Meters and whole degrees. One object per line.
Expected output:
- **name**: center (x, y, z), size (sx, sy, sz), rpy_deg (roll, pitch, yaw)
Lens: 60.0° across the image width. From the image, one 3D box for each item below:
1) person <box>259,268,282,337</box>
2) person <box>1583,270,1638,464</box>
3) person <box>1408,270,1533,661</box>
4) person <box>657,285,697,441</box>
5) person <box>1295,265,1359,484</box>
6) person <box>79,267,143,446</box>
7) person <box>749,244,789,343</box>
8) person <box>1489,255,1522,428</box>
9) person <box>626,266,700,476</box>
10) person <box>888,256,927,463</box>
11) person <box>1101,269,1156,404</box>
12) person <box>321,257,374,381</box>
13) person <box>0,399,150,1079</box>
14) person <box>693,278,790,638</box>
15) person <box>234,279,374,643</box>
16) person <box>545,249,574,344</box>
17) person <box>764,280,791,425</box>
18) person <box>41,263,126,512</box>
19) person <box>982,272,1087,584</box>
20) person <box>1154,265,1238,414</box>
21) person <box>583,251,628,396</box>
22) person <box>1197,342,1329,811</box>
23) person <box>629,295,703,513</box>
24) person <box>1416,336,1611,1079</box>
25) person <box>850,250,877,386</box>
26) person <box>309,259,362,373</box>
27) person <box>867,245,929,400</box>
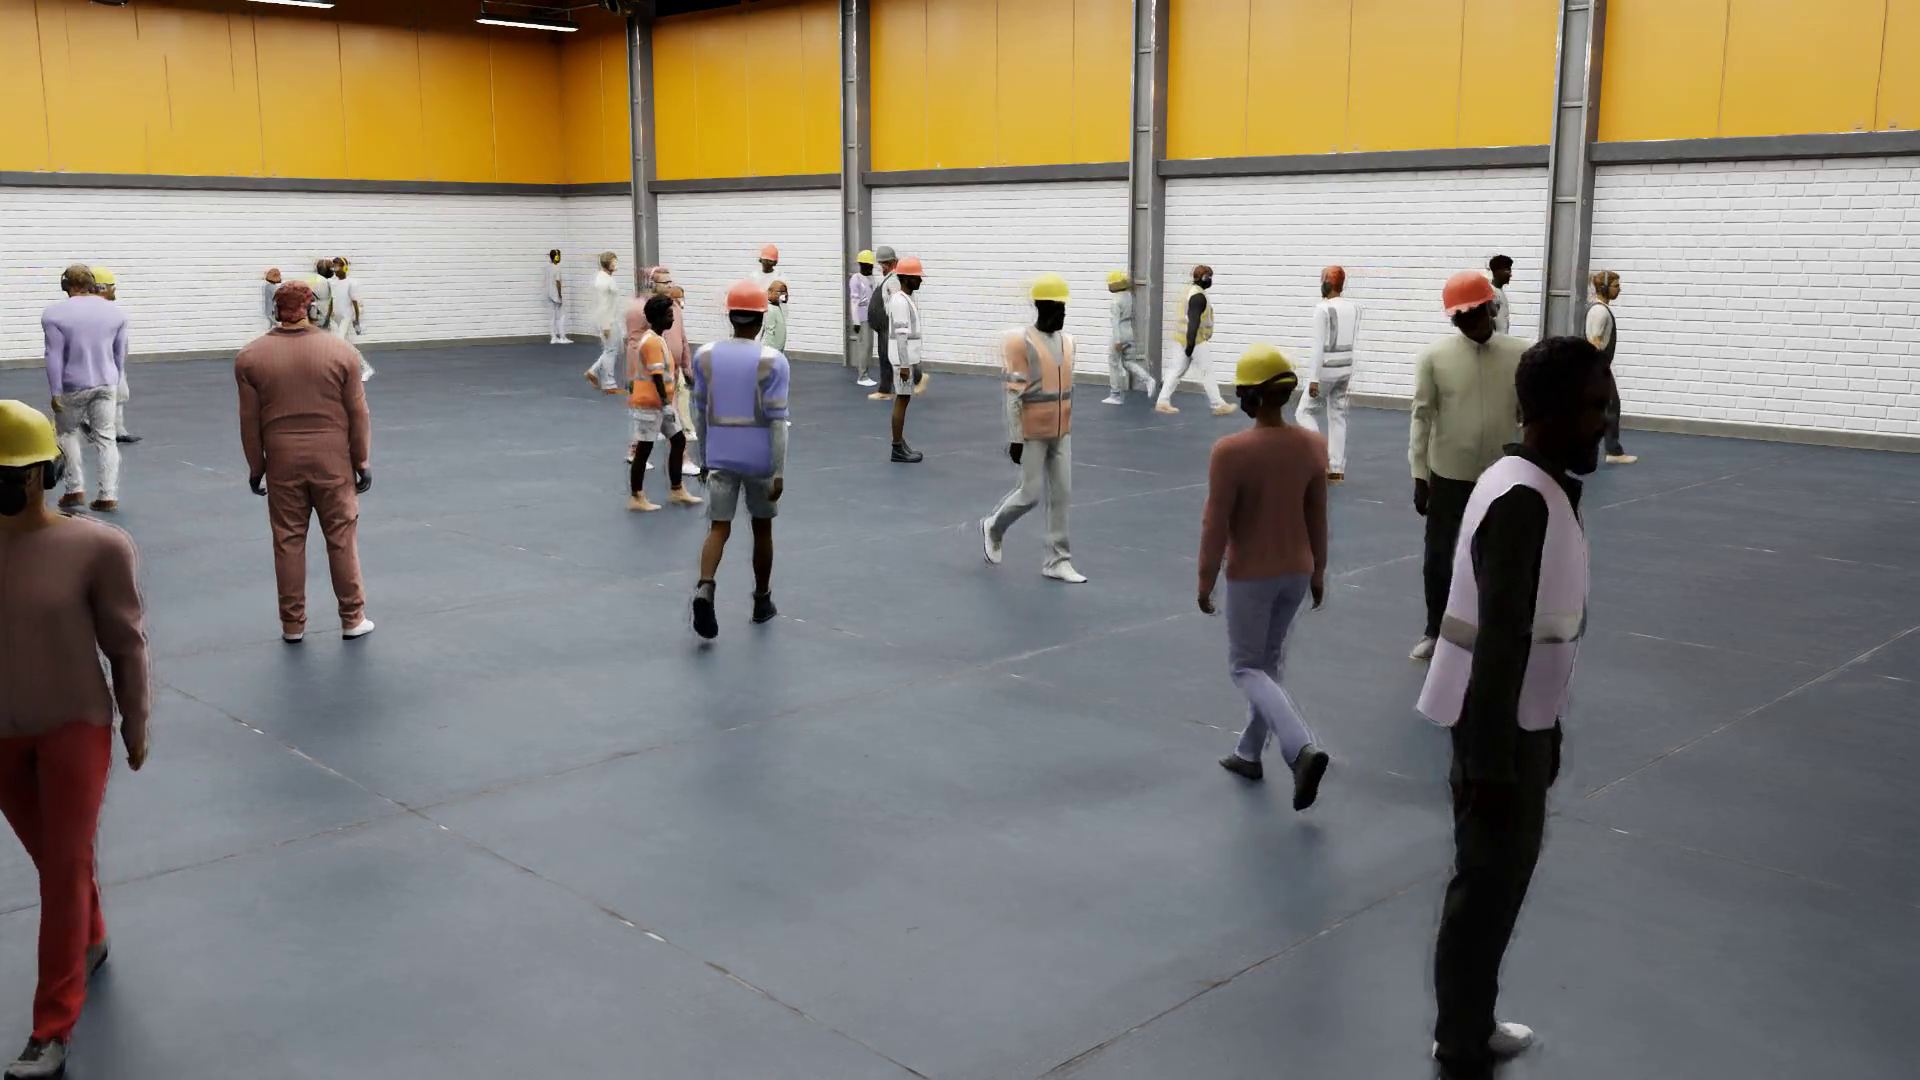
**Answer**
- **person**: center (-11.551, -3.764, 27.919), size (0.498, 1.587, 0.885), rpy_deg (10, 14, 43)
- **person**: center (5.917, -1.621, 15.613), size (0.875, 1.819, 0.516), rpy_deg (3, 11, 15)
- **person**: center (2.542, -0.331, 8.203), size (0.676, 1.959, 0.410), rpy_deg (0, 10, 0)
- **person**: center (-2.875, -1.820, 17.219), size (0.696, 1.604, 0.530), rpy_deg (1, 10, 4)
- **person**: center (3.146, -1.413, 14.307), size (0.621, 1.872, 0.472), rpy_deg (-9, 14, -40)
- **person**: center (-8.637, -1.834, 16.742), size (0.560, 1.818, 0.611), rpy_deg (-8, 13, -38)
- **person**: center (-2.569, -2.929, 22.218), size (0.656, 2.008, 0.540), rpy_deg (4, 11, 21)
- **person**: center (5.959, -2.190, 18.438), size (1.013, 1.911, 0.611), rpy_deg (8, 13, 38)
- **person**: center (-2.695, -1.521, 14.946), size (0.985, 1.862, 0.661), rpy_deg (6, 12, 28)
- **person**: center (-0.489, -1.705, 15.726), size (0.375, 1.935, 0.551), rpy_deg (0, 10, 2)
- **person**: center (2.108, -2.549, 20.949), size (0.672, 1.700, 0.522), rpy_deg (8, 13, 36)
- **person**: center (-8.890, -3.174, 24.042), size (0.529, 1.828, 0.902), rpy_deg (8, 13, 36)
- **person**: center (-2.426, 0.490, 4.357), size (0.538, 1.718, 0.933), rpy_deg (-1, 10, -7)
- **person**: center (-1.187, -0.434, 8.891), size (0.560, 1.915, 0.849), rpy_deg (2, 11, 10)
- **person**: center (-3.415, -0.397, 8.730), size (0.651, 1.916, 0.431), rpy_deg (-2, 11, -13)
- **person**: center (-7.942, -4.792, 32.775), size (0.528, 1.860, 0.434), rpy_deg (9, 14, 40)
- **person**: center (-2.046, -2.067, 18.527), size (0.285, 1.631, 0.501), rpy_deg (2, 10, 8)
- **person**: center (-6.787, -1.175, 12.895), size (0.671, 1.910, 0.639), rpy_deg (9, 14, 40)
- **person**: center (0.481, -0.700, 10.314), size (0.597, 1.911, 0.707), rpy_deg (-9, 14, -41)
- **person**: center (2.800, -2.375, 19.833), size (0.972, 1.790, 0.634), rpy_deg (0, 10, -2)
- **person**: center (-4.723, -2.877, 22.132), size (0.508, 1.927, 0.647), rpy_deg (-1, 10, -6)
- **person**: center (1.191, 0.133, 6.252), size (0.531, 1.741, 0.740), rpy_deg (-5, 12, -25)
- **person**: center (-2.263, -1.036, 12.800), size (0.672, 1.676, 0.551), rpy_deg (0, 10, 0)
- **person**: center (1.305, 0.471, 4.020), size (0.385, 1.884, 0.688), rpy_deg (5, 11, 23)
- **person**: center (-1.336, -3.151, 23.645), size (0.393, 1.921, 0.618), rpy_deg (4, 11, 22)
- **person**: center (-9.471, -3.274, 24.714), size (0.980, 1.787, 0.608), rpy_deg (-8, 13, -37)
- **person**: center (-0.834, -2.808, 21.455), size (0.725, 2.000, 0.682), rpy_deg (-2, 11, -9)
